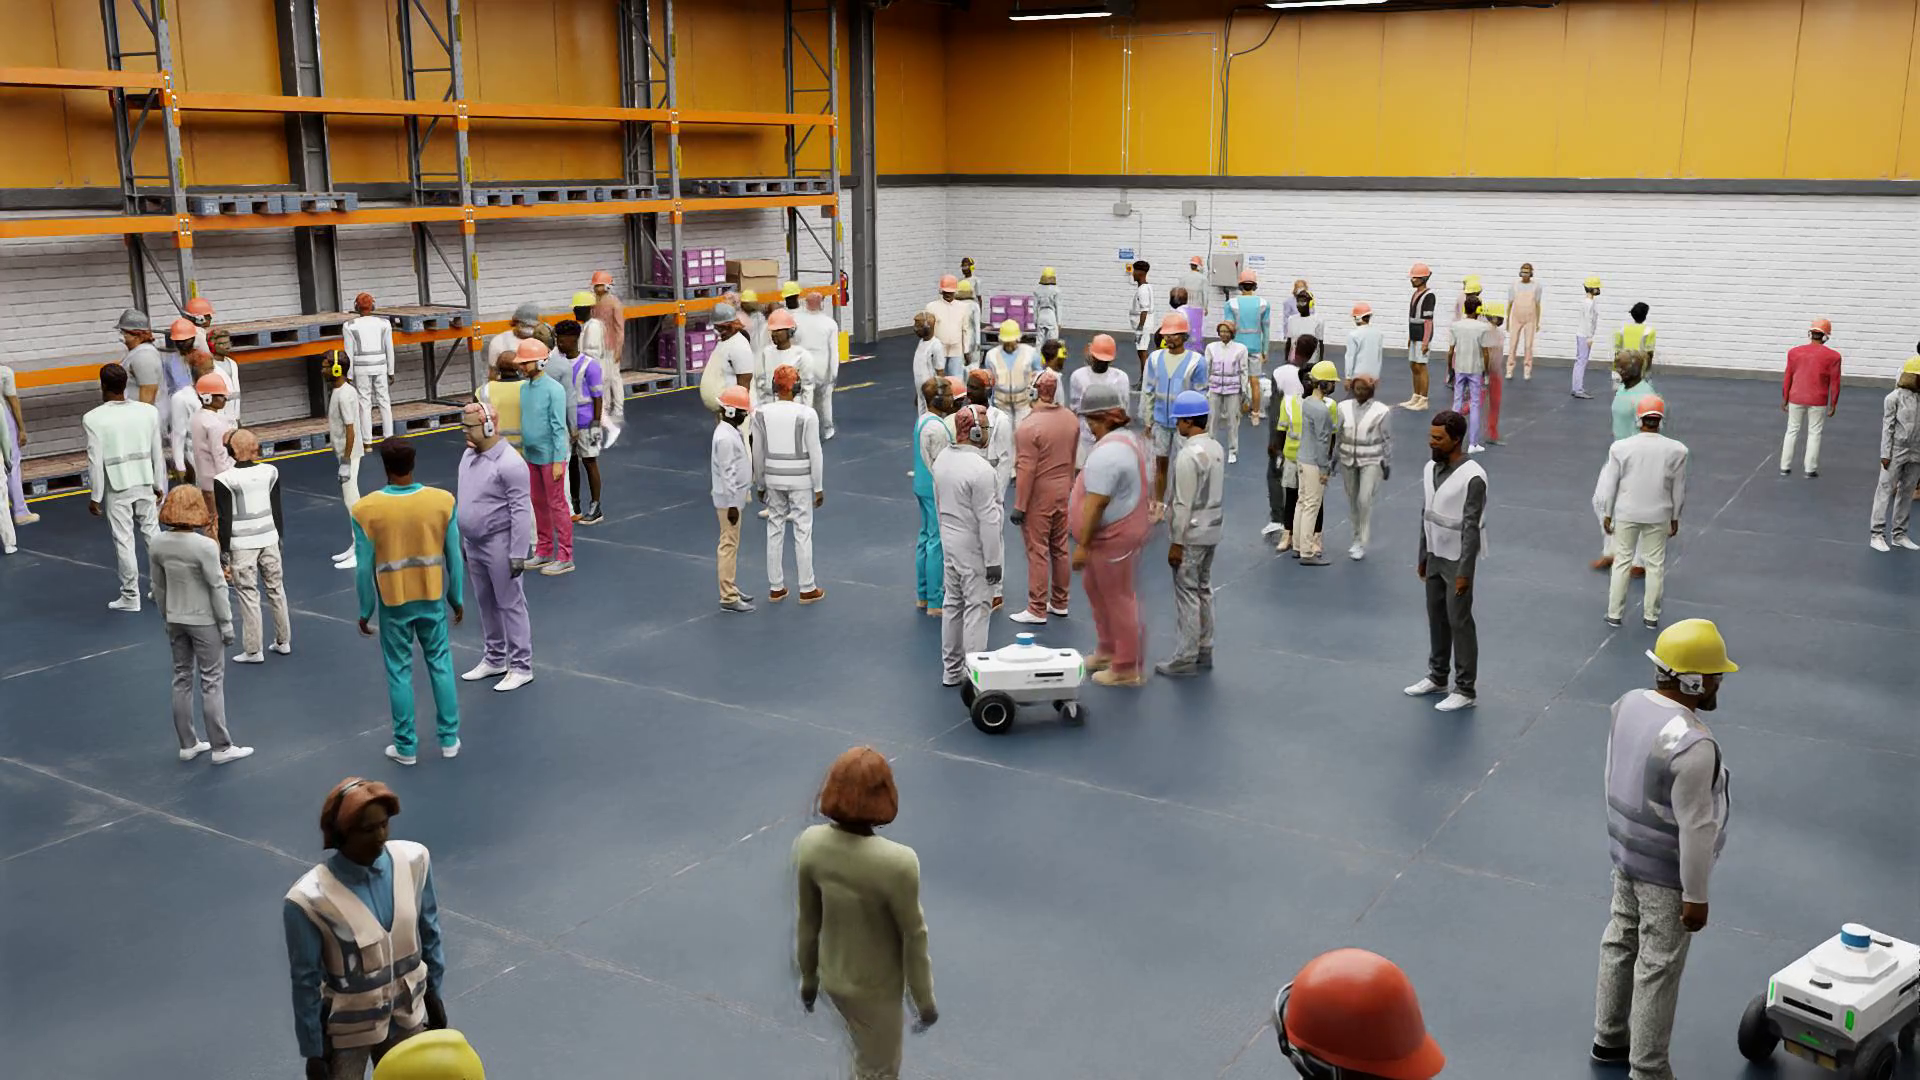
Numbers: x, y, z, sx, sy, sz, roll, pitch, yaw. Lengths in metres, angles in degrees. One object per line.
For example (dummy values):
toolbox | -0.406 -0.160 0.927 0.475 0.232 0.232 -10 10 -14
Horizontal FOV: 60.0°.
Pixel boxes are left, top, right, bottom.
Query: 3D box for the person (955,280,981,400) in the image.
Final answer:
person | 0.088 -2.881 23.968 0.511 1.721 0.556 5 14 19

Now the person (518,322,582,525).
person | -3.889 -1.083 15.727 0.627 1.941 0.371 4 14 16

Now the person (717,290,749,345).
person | -2.742 -2.108 20.321 0.541 1.889 0.707 0 13 -1

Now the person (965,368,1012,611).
person | 0.150 -0.384 12.817 0.355 1.884 0.575 -11 17 -40

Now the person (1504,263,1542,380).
person | 8.837 -3.427 26.123 0.508 1.838 0.339 4 14 18

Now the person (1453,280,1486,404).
person | 7.250 -2.813 23.631 0.345 1.761 0.528 -3 13 -13

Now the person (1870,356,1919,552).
person | 8.406 -0.766 14.780 0.486 1.744 0.294 -3 13 -13

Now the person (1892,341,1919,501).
person | 9.754 -1.235 16.942 0.319 1.687 0.539 -6 14 -25

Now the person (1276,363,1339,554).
person | 3.047 -0.717 14.660 0.540 1.700 0.315 6 14 23

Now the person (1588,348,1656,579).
person | 5.509 -0.621 13.758 0.625 1.915 0.643 0 13 0

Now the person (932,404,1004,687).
person | 0.086 0.071 10.794 0.410 1.909 0.643 -8 15 -30

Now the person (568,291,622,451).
person | -4.356 -1.978 19.659 0.465 1.910 0.617 -6 14 -24

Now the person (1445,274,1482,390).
person | 7.606 -3.117 24.977 0.701 1.747 0.537 -4 14 -17

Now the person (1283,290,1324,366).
person | 4.225 -2.137 20.470 0.552 1.870 0.344 9 16 34

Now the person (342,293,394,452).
person | -7.021 -1.994 19.800 0.575 1.883 0.355 -9 16 -34

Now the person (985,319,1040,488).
person | 0.546 -1.419 17.474 0.616 1.803 0.560 3 13 11

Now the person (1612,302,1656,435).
person | 8.550 -2.168 21.023 0.841 1.653 0.550 -12 18 -42

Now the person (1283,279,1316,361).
person | 5.217 -3.198 25.601 0.500 1.622 0.378 0 13 2

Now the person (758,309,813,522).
person | -1.695 -1.192 15.968 0.605 2.045 0.381 7 15 29

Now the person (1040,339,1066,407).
person | 0.821 -0.903 15.226 0.334 1.821 0.657 -1 13 -5

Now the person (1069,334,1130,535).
person | 1.271 -0.940 15.200 0.586 1.895 0.413 2 13 9

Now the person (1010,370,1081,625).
person | 0.608 -0.320 12.486 0.406 1.911 0.636 11 17 41

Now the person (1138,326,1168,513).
person | 1.944 -1.183 16.376 0.381 1.852 0.535 0 13 0

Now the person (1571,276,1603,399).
person | 9.122 -2.945 24.179 0.320 1.769 0.523 3 13 13

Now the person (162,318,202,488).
person | -7.512 -1.207 16.290 0.546 1.928 0.380 -1 13 -6

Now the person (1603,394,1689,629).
person | 5.071 -0.209 12.362 0.565 1.744 0.350 3 13 14

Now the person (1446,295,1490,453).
person | 6.022 -1.962 19.708 0.520 1.865 0.328 9 16 33

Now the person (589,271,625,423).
person | -4.671 -2.541 21.928 0.610 1.996 0.379 11 17 40

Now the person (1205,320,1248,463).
person | 3.030 -1.696 19.042 0.523 1.638 0.311 5 14 21

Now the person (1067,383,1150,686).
person | 0.971 -0.046 11.005 0.576 2.000 0.711 3 13 13

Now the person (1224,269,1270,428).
person | 3.688 -2.473 21.529 0.611 2.042 0.394 -1 13 -5

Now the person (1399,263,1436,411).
person | 6.313 -2.794 22.940 0.403 2.036 0.614 -1 13 -5

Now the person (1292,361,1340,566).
person | 3.063 -0.658 14.278 0.340 1.760 0.525 -1 13 -4

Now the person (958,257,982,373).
person | 0.124 -3.647 27.005 0.532 1.867 0.315 12 18 43

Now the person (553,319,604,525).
person | -3.659 -1.127 15.859 0.611 1.962 0.364 8 15 32

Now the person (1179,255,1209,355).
person | 4.156 -4.160 29.486 0.573 1.746 0.346 8 15 31

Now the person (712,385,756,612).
person | -1.742 -0.326 12.861 0.336 1.745 0.560 -1 13 -6

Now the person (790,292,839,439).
person | -1.793 -2.081 20.286 0.663 1.851 1.003 1 13 5
